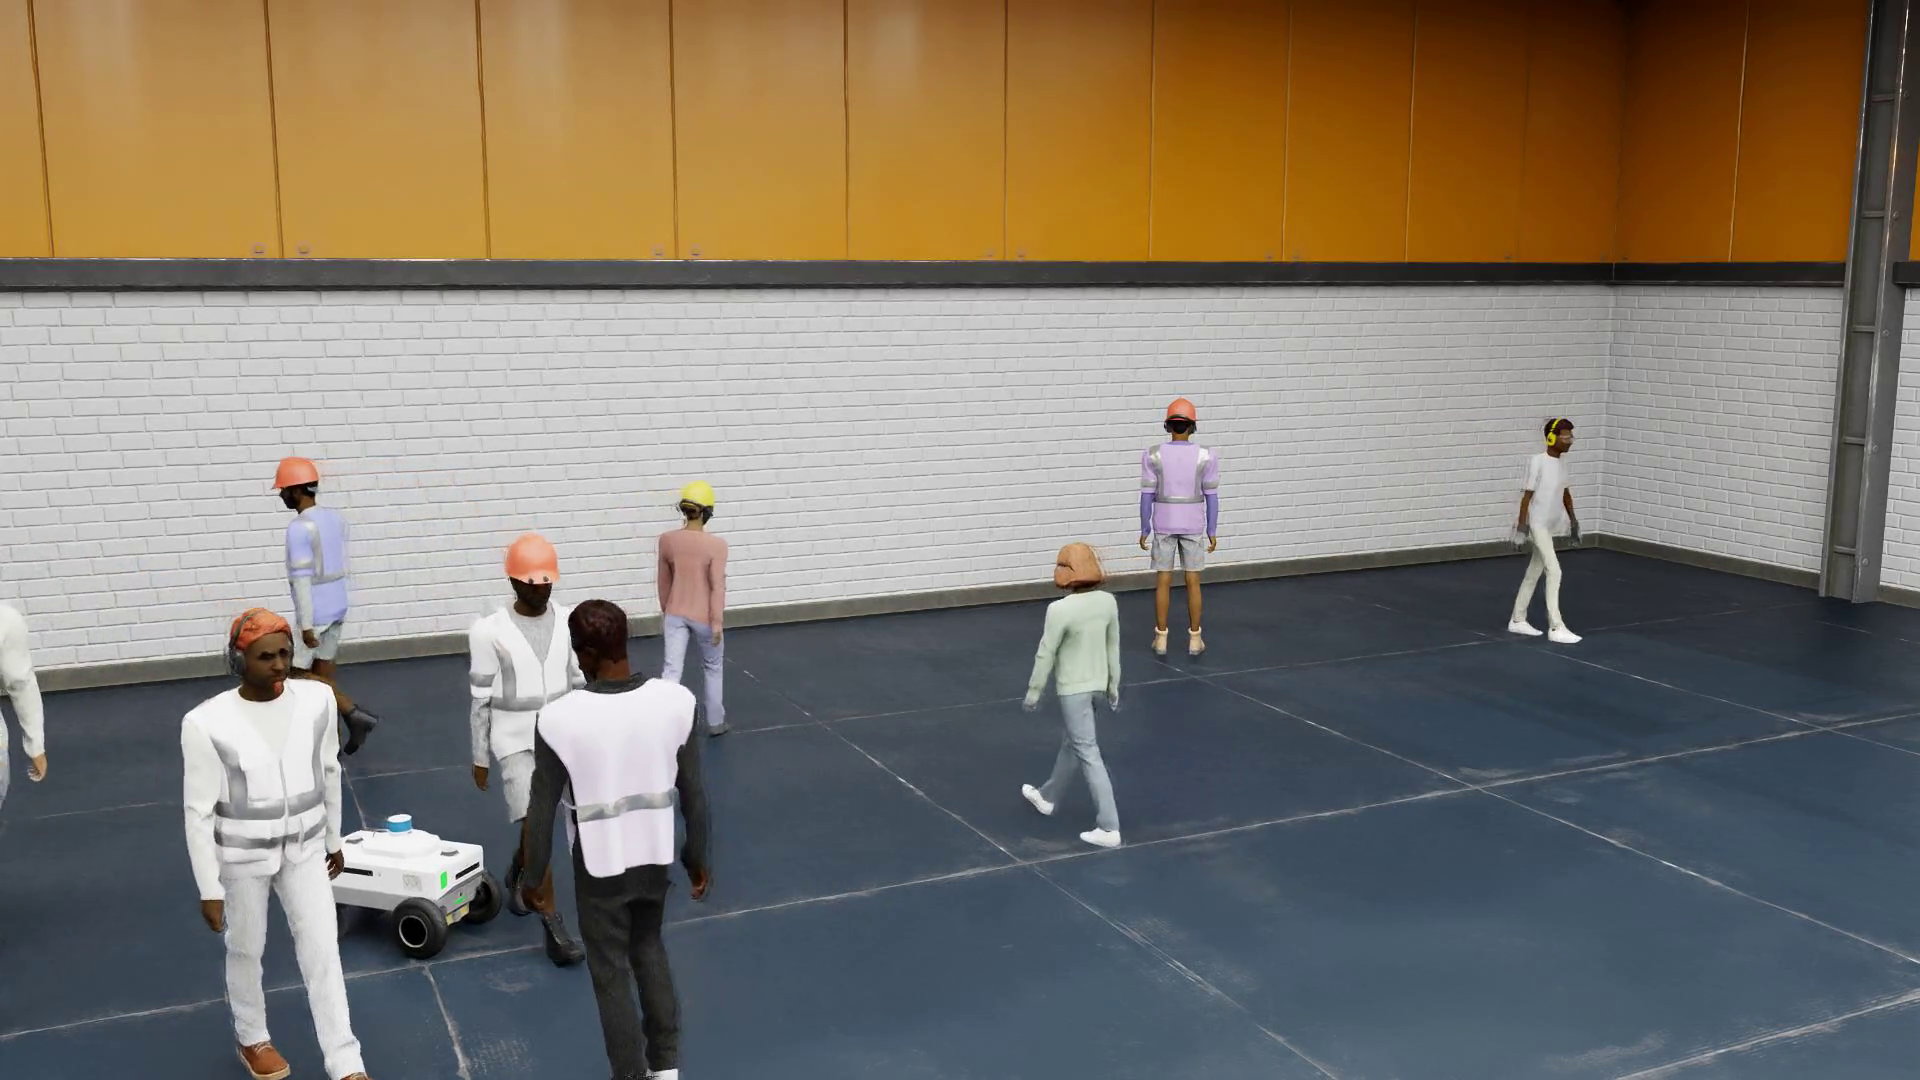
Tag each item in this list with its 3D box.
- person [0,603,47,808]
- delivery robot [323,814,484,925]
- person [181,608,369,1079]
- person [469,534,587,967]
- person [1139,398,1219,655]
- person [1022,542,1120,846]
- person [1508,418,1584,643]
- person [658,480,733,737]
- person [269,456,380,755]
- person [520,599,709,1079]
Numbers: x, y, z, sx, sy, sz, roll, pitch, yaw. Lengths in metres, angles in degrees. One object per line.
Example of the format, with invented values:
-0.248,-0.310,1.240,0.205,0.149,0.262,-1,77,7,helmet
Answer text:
-4.455,0.914,7.393,0.648,1.895,1.032,-8,12,-41,person
-2.545,1.497,7.586,0.707,0.478,0.477,3,10,18,delivery robot
-2.443,1.162,5.980,0.603,1.832,0.984,-9,13,-43,person
-1.946,0.889,7.541,0.540,1.899,0.980,-7,11,-37,person
1.735,-0.104,13.211,0.616,2.040,0.382,1,9,6,person
0.589,0.804,8.954,0.518,1.588,0.843,-9,13,-44,person
4.901,-0.078,13.671,0.552,1.833,0.834,-9,12,-43,person
-1.720,0.488,10.539,0.531,1.726,0.910,3,10,17,person
-3.928,0.434,10.273,0.582,1.914,0.543,2,9,9,person
-1.215,1.143,5.918,0.622,1.893,0.455,-7,11,-36,person
